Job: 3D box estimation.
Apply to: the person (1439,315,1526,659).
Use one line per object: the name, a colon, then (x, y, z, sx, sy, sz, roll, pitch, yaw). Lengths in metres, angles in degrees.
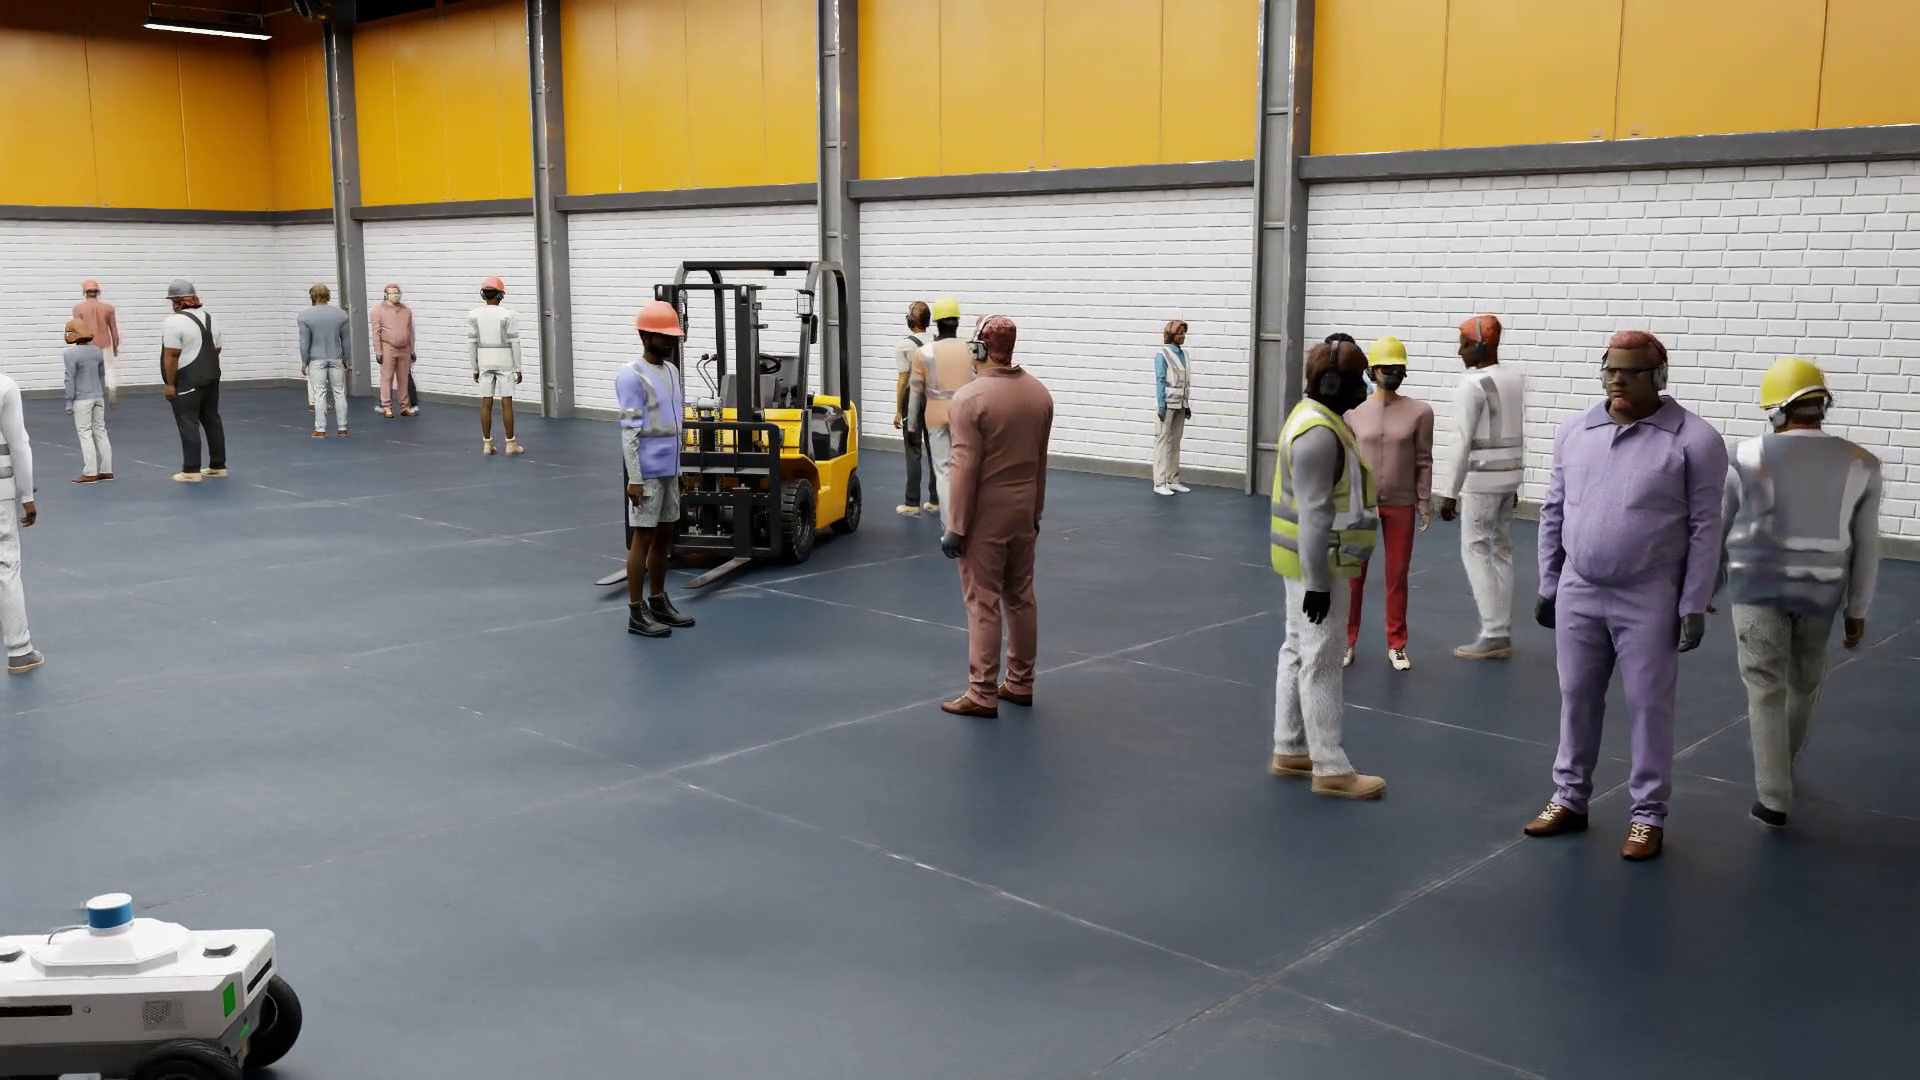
person: (2.890, -0.286, 9.103, 0.398, 1.872, 0.653, 9, 13, 44)

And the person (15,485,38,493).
person: (-9.227, -1.307, 15.383, 0.986, 1.862, 0.636, -4, 10, -24)

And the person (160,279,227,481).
person: (-7.752, -1.619, 16.739, 0.538, 2.000, 0.690, 2, 10, 13)

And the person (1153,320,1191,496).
person: (2.004, -1.248, 15.684, 0.310, 1.642, 0.514, 7, 12, 38)

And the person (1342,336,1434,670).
person: (2.226, -0.190, 8.805, 0.533, 1.771, 0.298, 2, 9, 10)

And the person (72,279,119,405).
person: (-13.179, -2.998, 25.411, 0.631, 1.971, 0.801, -8, 12, -40)

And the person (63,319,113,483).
person: (-8.688, -1.378, 16.539, 0.282, 1.626, 0.501, 2, 9, 12)

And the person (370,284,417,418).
person: (-8.069, -2.699, 23.776, 0.408, 1.908, 0.644, 8, 12, 40)

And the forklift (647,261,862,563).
forklift: (-1.552, -1.040, 12.721, 1.214, 2.155, 2.313, 2, 9, 11)

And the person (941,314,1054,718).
person: (0.150, -0.113, 7.916, 0.409, 1.907, 0.650, 8, 12, 41)

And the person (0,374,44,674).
person: (-5.125, -0.223, 8.651, 0.573, 1.887, 0.353, -3, 10, -16)

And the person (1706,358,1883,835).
person: (3.191, 0.186, 6.501, 0.582, 1.772, 0.910, 1, 9, 8)

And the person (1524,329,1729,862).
person: (2.388, 0.194, 6.039, 0.409, 1.905, 0.652, -9, 13, -43)

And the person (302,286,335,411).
person: (-9.598, -2.859, 24.889, 0.328, 1.865, 0.521, 2, 9, 10)

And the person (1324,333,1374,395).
person: (2.519, -0.534, 11.148, 0.569, 1.693, 0.319, -6, 11, -31)

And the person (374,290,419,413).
person: (-8.285, -2.783, 24.433, 1.008, 1.867, 0.613, 8, 12, 41)

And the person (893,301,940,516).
person: (-0.345, -1.128, 14.326, 0.508, 1.847, 0.344, -6, 11, -34)

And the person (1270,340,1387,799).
person: (1.475, 0.112, 6.762, 0.430, 1.841, 0.639, 2, 9, 10)

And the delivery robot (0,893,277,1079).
delivery robot: (-2.107, 1.128, 4.152, 0.707, 0.478, 0.477, -1, 9, -4)

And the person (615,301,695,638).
person: (-1.745, -0.411, 9.656, 0.373, 1.933, 0.551, 3, 10, 20)

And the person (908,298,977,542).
person: (-0.102, -0.926, 12.978, 0.608, 1.893, 0.823, -3, 10, -15)

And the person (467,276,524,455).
person: (-5.279, -1.978, 18.942, 0.608, 2.042, 0.375, 1, 9, 5)

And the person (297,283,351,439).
person: (-7.947, -2.234, 20.822, 0.632, 1.940, 0.372, -7, 12, -37)
